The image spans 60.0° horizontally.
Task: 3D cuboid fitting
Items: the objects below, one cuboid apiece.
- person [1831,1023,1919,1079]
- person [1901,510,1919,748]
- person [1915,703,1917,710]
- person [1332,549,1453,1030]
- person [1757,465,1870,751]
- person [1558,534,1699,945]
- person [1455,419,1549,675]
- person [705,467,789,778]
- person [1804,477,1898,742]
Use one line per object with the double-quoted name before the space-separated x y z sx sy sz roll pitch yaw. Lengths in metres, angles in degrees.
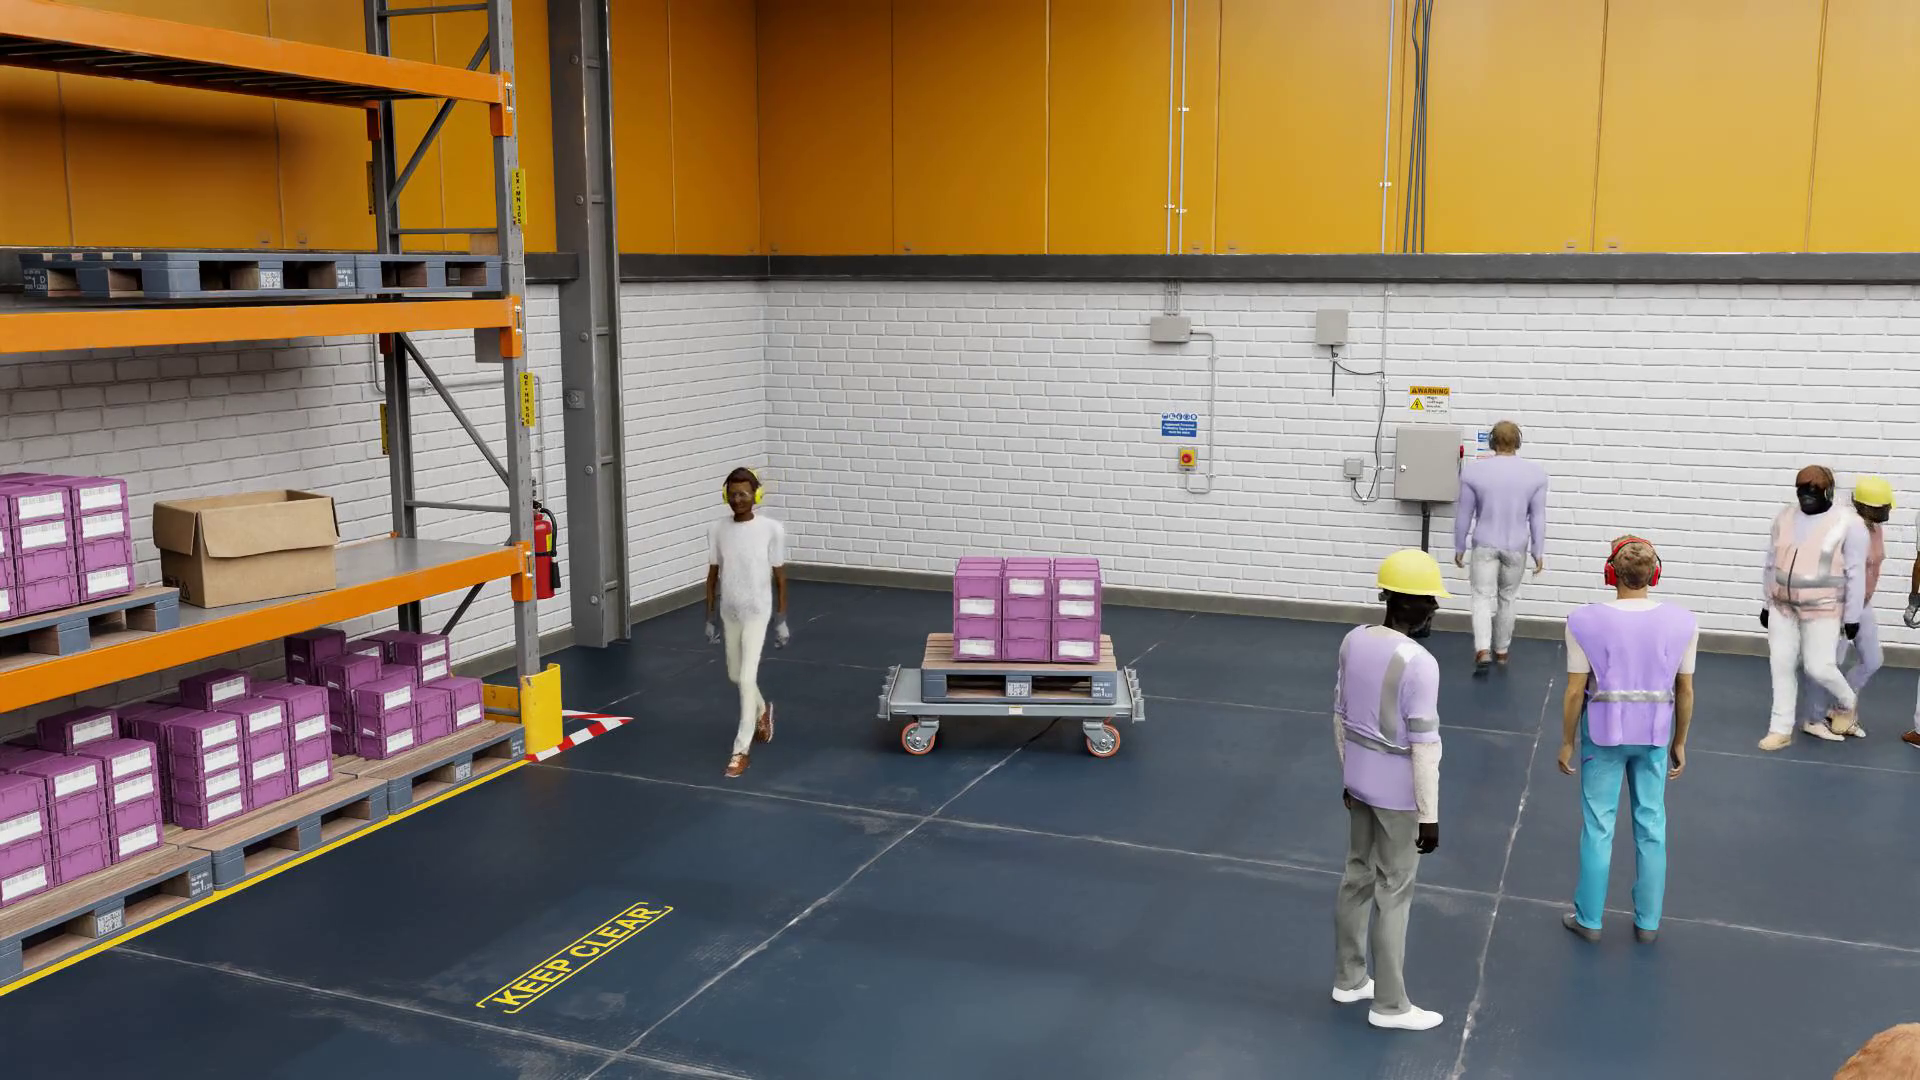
"person" 1.754 1.705 3.184 0.278 1.633 0.498 -2 10 -14
"person" 6.202 0.392 10.412 0.513 1.876 0.328 2 10 14
"person" 6.668 0.313 11.050 0.471 1.818 0.651 7 12 37
"person" 1.731 0.986 6.660 0.376 1.922 0.594 -3 10 -20
"person" 5.362 0.418 10.433 0.644 1.819 0.625 -6 11 -31
"person" 2.958 0.904 7.406 0.565 1.843 0.390 1 9 5
"person" 4.021 0.048 12.398 0.643 1.913 0.879 2 10 12
"person" -1.296 0.450 10.176 0.518 1.844 0.872 2 10 14
"person" 5.640 0.445 10.516 0.548 1.730 0.501 -7 12 -37
